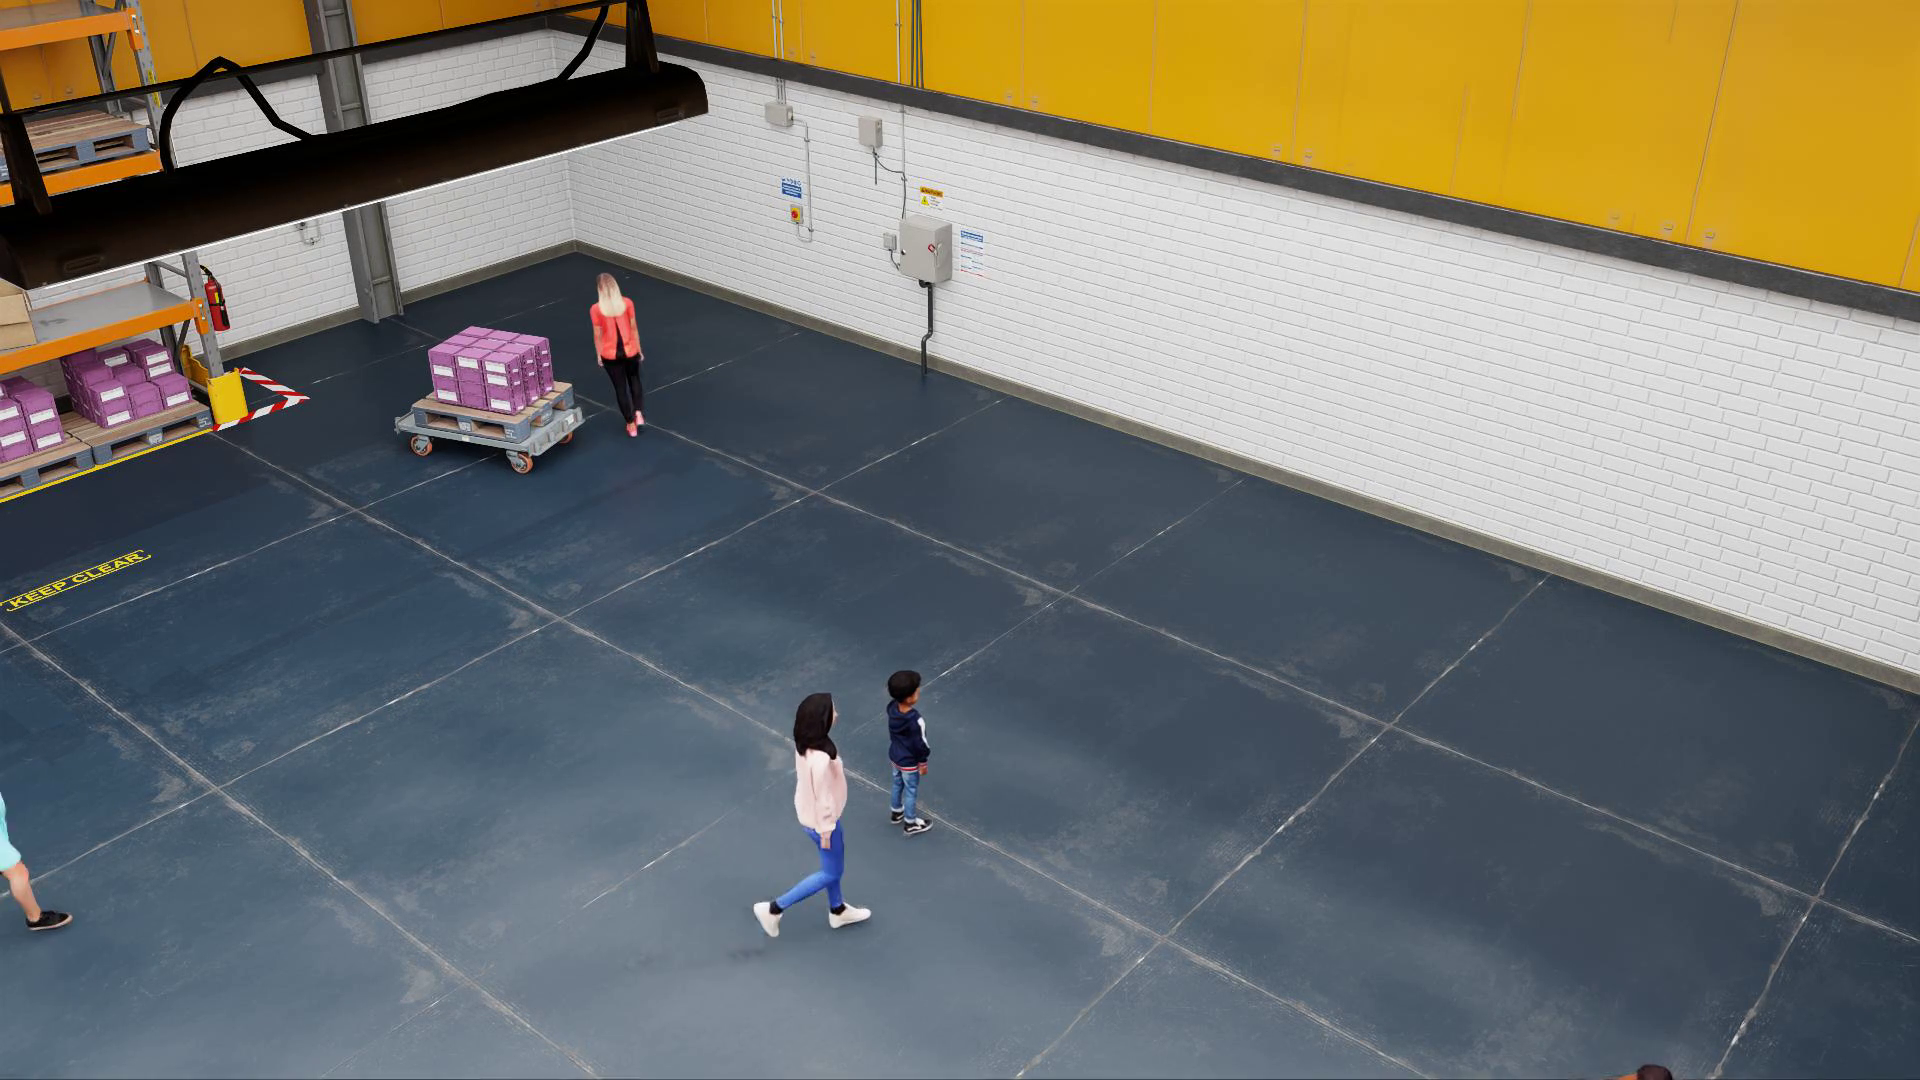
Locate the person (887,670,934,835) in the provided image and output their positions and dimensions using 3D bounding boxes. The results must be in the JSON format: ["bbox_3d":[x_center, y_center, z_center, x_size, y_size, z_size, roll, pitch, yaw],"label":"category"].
[{"bbox_3d":[-0.358,1.396,11.043,0.535,1.223,0.561,-20,34,-32],"label":"person"}]

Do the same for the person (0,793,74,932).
[{"bbox_3d":[-5.958,1.766,10.038,1.045,1.537,0.935,-5,29,-9],"label":"person"}]

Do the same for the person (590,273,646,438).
[{"bbox_3d":[-3.347,-1.785,16.404,0.695,1.673,0.796,-9,30,-16],"label":"person"}]

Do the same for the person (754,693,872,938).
[{"bbox_3d":[-0.915,1.683,9.963,1.094,1.754,0.967,-8,30,-15],"label":"person"}]
